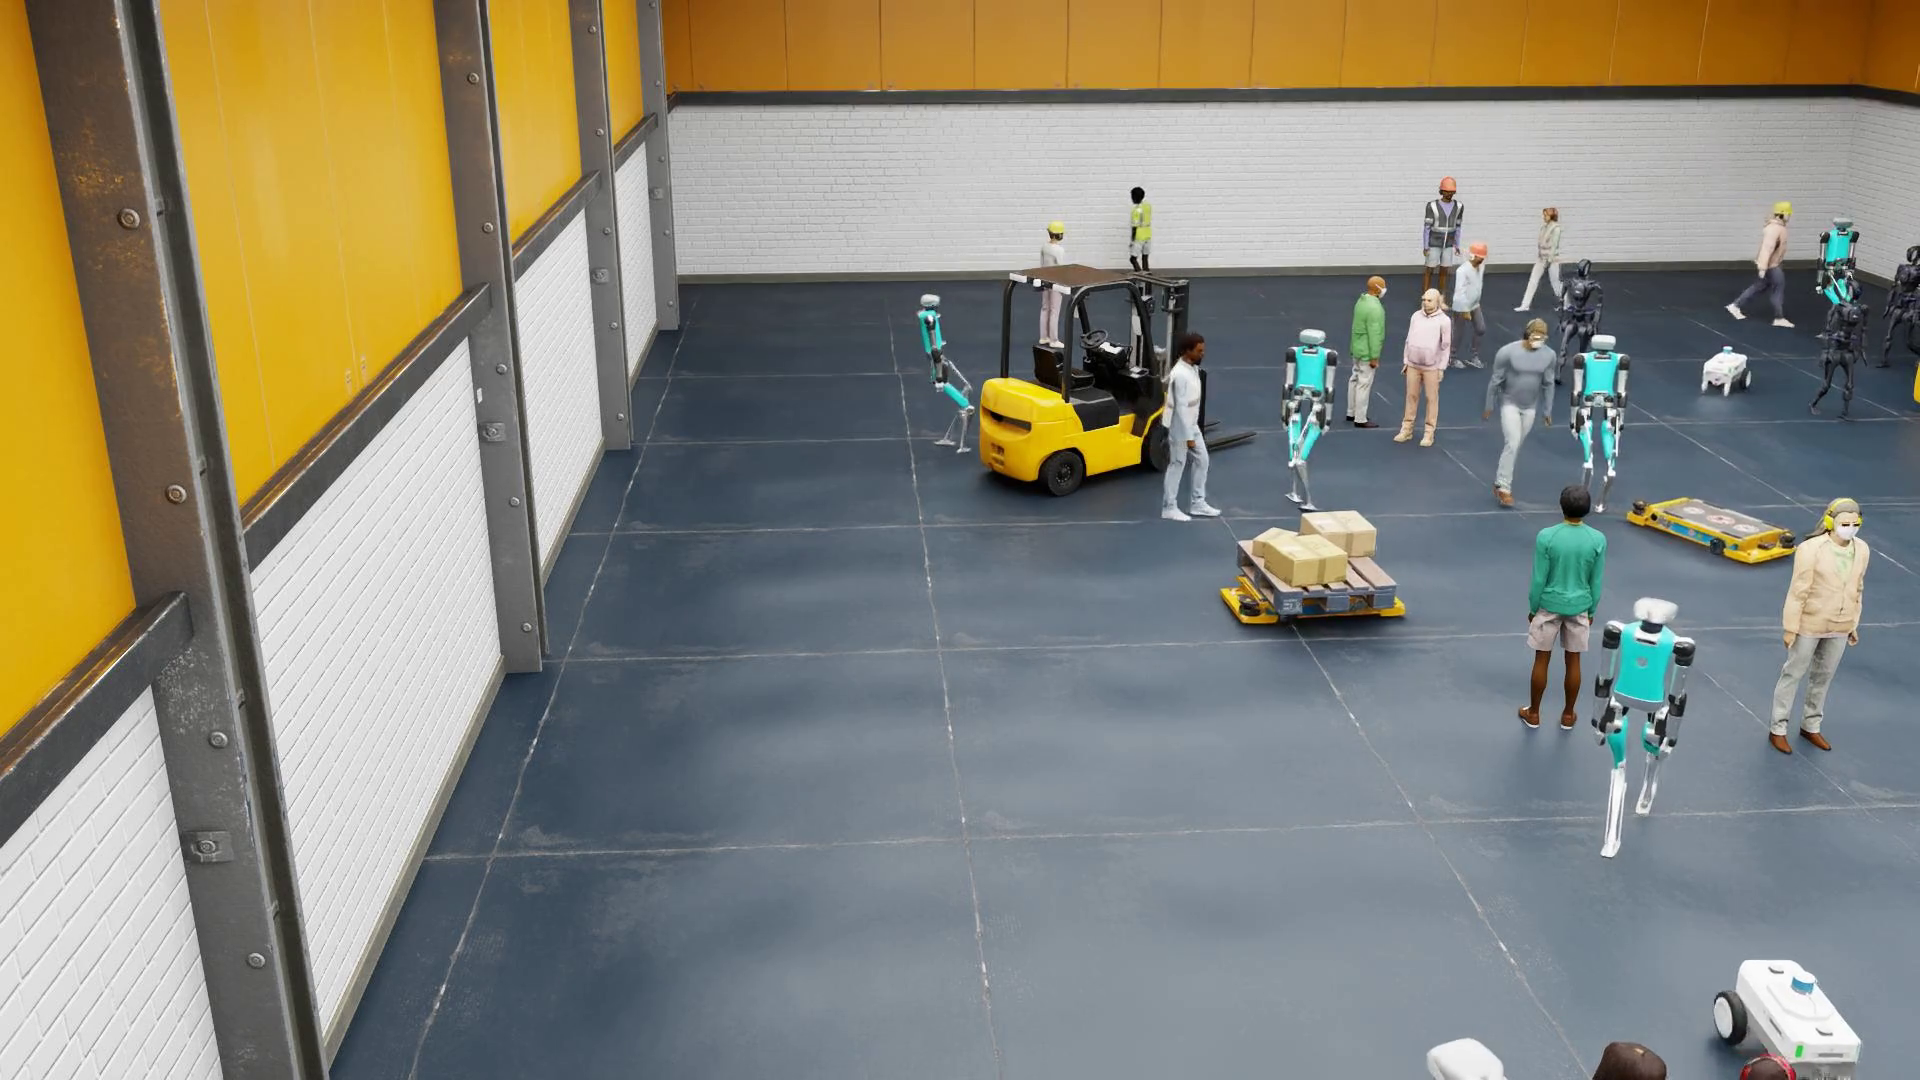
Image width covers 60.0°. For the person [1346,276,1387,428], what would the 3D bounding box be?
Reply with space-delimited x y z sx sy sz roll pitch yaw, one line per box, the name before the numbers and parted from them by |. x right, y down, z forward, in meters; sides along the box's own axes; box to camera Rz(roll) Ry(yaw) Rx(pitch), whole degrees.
person | 4.758 -2.196 19.424 0.386 1.778 0.541 -3 20 -7

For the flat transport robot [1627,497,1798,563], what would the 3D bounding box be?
flat transport robot | 7.203 -0.116 15.945 0.659 0.231 1.431 -11 23 -27

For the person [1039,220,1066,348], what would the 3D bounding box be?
person | 1.314 -3.566 23.169 0.324 1.766 0.532 -12 23 -29

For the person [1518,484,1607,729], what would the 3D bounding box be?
person | 4.346 0.495 11.982 0.493 1.854 0.397 3 20 9

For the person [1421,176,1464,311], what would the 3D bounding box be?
person | 7.339 -4.501 25.319 0.604 2.045 0.384 -2 20 -7

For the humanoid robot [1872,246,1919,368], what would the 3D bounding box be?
humanoid robot | 12.564 -3.081 22.009 0.664 1.640 0.610 -5 21 -14

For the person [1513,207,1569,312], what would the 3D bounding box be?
person | 8.958 -4.255 25.282 0.835 1.601 0.518 -5 21 -14

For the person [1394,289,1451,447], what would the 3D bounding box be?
person | 5.250 -1.955 18.754 0.524 1.784 0.405 16 26 37

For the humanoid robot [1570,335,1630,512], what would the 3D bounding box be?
humanoid robot | 6.322 -1.099 16.502 0.545 1.759 0.833 6 21 15

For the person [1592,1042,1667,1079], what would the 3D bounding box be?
person | 2.400 2.645 6.245 0.378 1.768 0.468 17 26 38

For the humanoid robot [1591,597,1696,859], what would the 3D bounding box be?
humanoid robot | 4.354 1.087 10.563 0.545 1.759 0.986 12 24 30

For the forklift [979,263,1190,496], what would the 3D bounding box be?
forklift | 1.315 -1.764 17.646 2.313 2.155 1.214 -14 24 -33

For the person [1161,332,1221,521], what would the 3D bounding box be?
person | 2.308 -1.085 16.222 0.676 1.902 0.611 8 22 20

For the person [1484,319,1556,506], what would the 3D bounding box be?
person | 5.685 -1.289 16.750 0.639 1.910 0.716 -5 21 -12

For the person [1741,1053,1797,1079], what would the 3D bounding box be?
person | 2.957 2.667 6.379 0.516 1.629 0.468 -15 25 -35

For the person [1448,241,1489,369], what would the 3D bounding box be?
person | 6.736 -3.087 21.921 0.575 1.719 0.580 -15 25 -35

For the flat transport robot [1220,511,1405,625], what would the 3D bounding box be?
flat transport robot | 3.026 0.488 14.299 1.431 0.231 0.659 -3 20 -8

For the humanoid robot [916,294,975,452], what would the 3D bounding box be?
humanoid robot | -0.074 -1.854 18.568 0.801 1.793 0.534 -3 20 -8

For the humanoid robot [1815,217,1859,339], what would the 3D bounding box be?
humanoid robot | 12.250 -3.593 23.093 0.533 1.677 0.735 -1 20 -4

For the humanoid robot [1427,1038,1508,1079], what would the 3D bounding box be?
humanoid robot | 1.633 2.598 6.480 0.562 1.797 0.848 -13 24 -31

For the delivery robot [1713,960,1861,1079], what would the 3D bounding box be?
delivery robot | 4.248 2.458 8.471 0.499 0.565 0.745 0 20 0

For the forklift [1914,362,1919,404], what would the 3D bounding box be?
forklift | 12.602 -2.435 19.475 2.313 2.155 1.214 -1 20 -4

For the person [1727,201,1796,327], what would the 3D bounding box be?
person | 11.934 -4.091 24.522 0.940 1.827 0.825 12 23 29

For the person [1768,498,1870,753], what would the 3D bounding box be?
person | 6.044 0.587 11.698 0.565 1.875 0.393 -3 20 -7

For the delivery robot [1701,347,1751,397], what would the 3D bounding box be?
delivery robot | 9.695 -2.148 21.071 0.499 0.599 0.787 16 25 36

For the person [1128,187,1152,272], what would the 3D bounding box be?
person | 2.954 -4.889 26.928 0.314 1.670 0.680 16 26 37

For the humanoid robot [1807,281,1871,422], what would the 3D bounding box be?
humanoid robot | 10.481 -2.253 19.746 0.603 1.644 0.598 -2 20 -6

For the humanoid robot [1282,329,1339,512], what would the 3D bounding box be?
humanoid robot | 3.423 -1.162 16.653 0.596 1.767 0.882 10 22 26

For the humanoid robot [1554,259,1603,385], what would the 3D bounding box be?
humanoid robot | 7.889 -2.773 21.202 0.593 1.626 0.766 15 25 35
